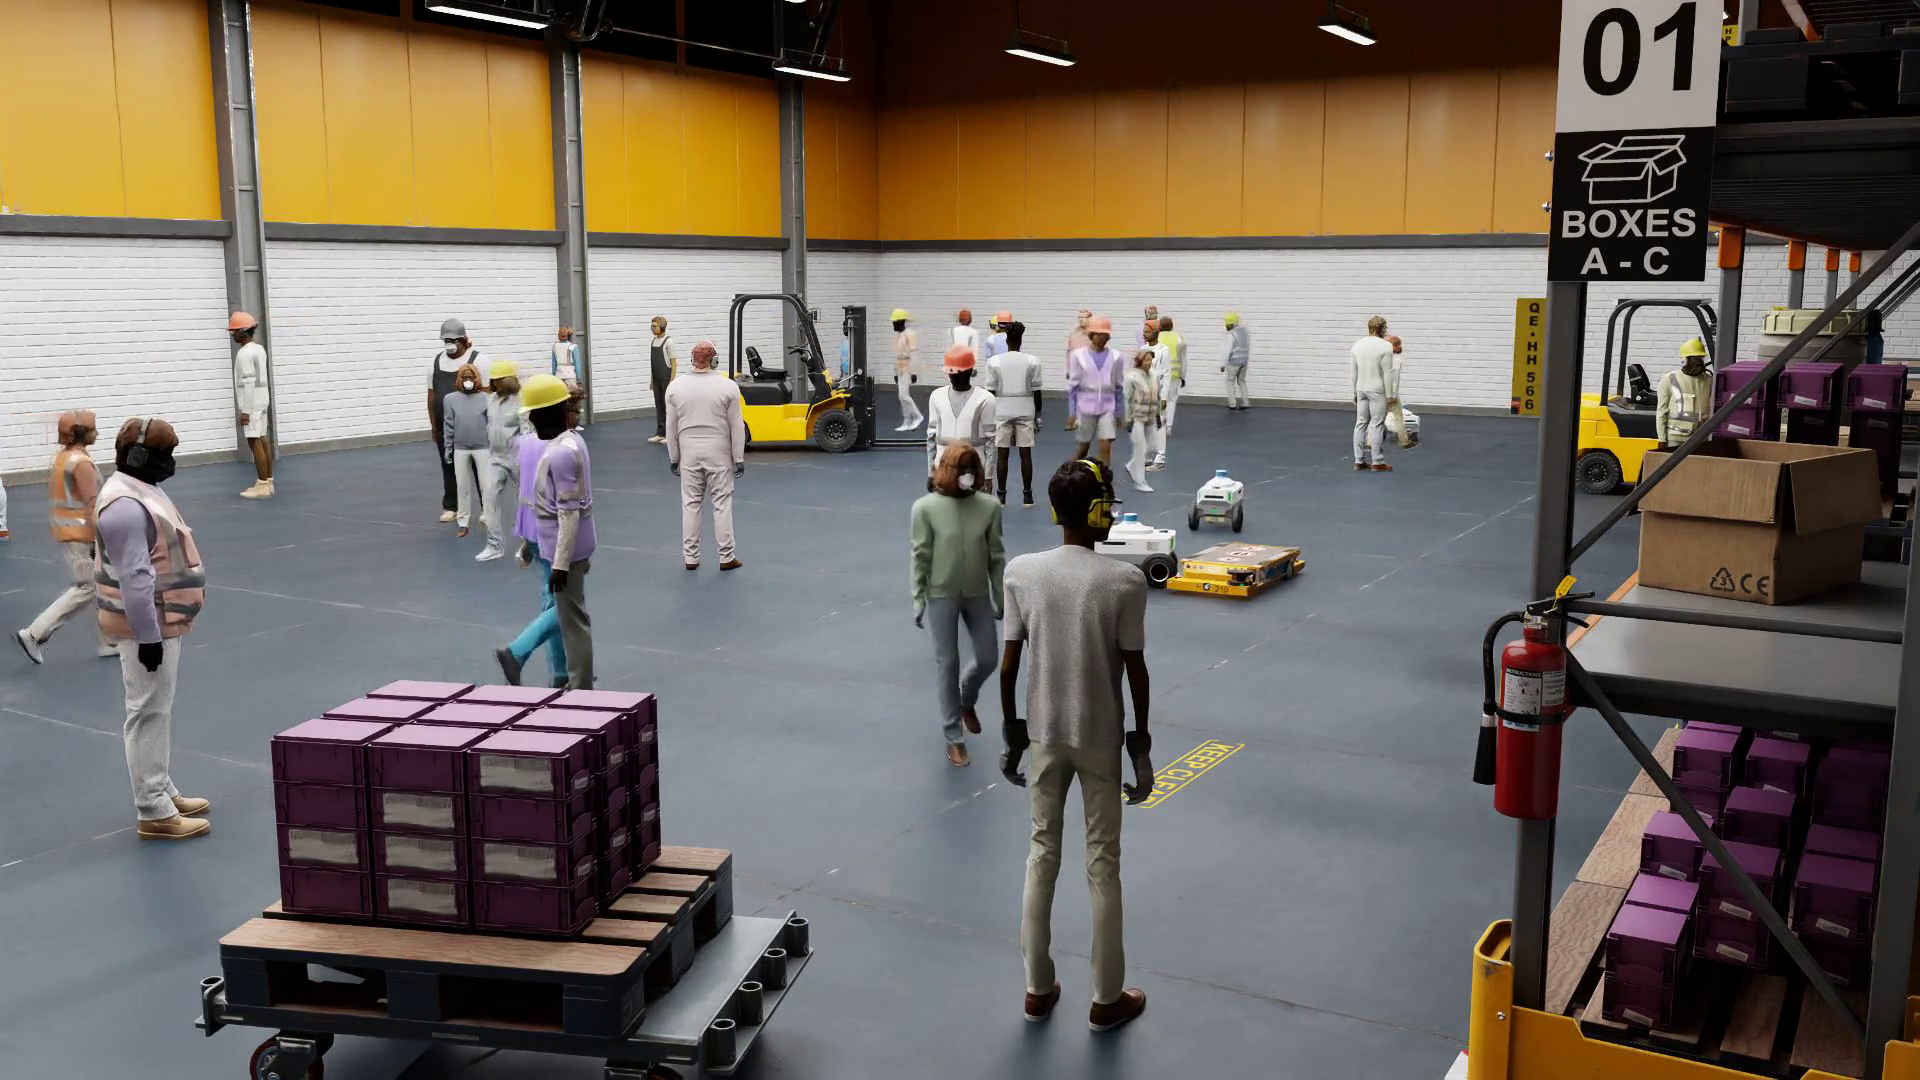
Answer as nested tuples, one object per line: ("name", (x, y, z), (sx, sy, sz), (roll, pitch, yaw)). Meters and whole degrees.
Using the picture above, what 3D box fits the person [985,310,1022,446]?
("person", (0.629, -2.298, 23.682), (0.544, 1.939, 0.355), (1, 9, 7))

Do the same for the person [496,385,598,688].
("person", (-2.403, 0.012, 9.635), (0.649, 1.821, 0.602), (-9, 13, -43))

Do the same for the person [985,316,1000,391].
("person", (0.587, -2.859, 27.749), (0.328, 1.760, 0.524), (0, 9, -1))

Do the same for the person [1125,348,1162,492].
("person", (2.022, -1.360, 18.776), (0.537, 1.623, 0.465), (-7, 11, -37))

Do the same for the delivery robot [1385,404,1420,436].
("delivery robot", (6.397, -1.723, 24.107), (0.477, 0.478, 0.707), (-1, 9, -4))

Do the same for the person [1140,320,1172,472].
("person", (2.387, -1.793, 20.700), (0.344, 1.882, 0.584), (-5, 10, -30))

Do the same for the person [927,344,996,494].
("person", (0.000, -0.526, 12.656), (0.543, 1.927, 0.375), (3, 9, 16))

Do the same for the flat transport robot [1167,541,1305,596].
("flat transport robot", (2.210, 0.213, 13.195), (0.652, 0.197, 1.431), (5, 10, 28))

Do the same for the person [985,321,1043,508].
("person", (0.566, -1.312, 17.439), (0.612, 1.965, 0.361), (0, 9, -1))

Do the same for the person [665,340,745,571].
("person", (-2.093, -0.695, 13.780), (0.651, 1.906, 0.403), (1, 9, 6))

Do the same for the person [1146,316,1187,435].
("person", (3.118, -2.468, 25.114), (0.637, 1.828, 0.579), (0, 9, -3))

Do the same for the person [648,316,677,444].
("person", (-4.292, -2.301, 23.992), (0.511, 1.844, 0.328), (8, 12, 42))

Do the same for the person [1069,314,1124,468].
("person", (1.462, -1.425, 17.970), (0.619, 2.022, 0.853), (-1, 9, -6))

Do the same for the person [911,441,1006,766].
("person", (-0.006, 0.300, 8.448), (0.520, 1.624, 0.529), (-3, 10, -19))

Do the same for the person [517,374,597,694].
("person", (-2.180, 0.054, 9.067), (0.387, 1.918, 0.585), (-2, 9, -11))

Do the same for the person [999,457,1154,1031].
("person", (0.378, 0.664, 5.429), (0.528, 1.864, 0.314), (4, 10, 22))

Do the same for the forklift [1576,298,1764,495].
("forklift", (7.954, -1.589, 18.462), (2.313, 2.155, 1.214), (5, 11, 30))

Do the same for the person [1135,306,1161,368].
("person", (3.266, -3.058, 28.520), (0.406, 1.911, 0.639), (6, 11, 33))

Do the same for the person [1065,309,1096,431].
("person", (1.929, -2.641, 25.921), (0.637, 1.911, 0.403), (5, 11, 30))

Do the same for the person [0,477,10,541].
("person", (-8.983, -0.938, 15.195), (0.635, 1.936, 0.353), (7, 12, 39))

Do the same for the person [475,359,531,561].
("person", (-3.895, -0.671, 14.178), (0.504, 1.716, 0.715), (4, 10, 24))

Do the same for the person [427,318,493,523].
("person", (-4.929, -1.176, 16.363), (0.691, 2.000, 0.537), (1, 9, 5))

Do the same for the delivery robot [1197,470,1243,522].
("delivery robot", (2.510, -0.429, 16.033), (0.477, 0.478, 0.707), (3, 10, 19))

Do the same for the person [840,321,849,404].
("person", (-1.797, -2.789, 27.486), (0.320, 1.698, 0.537), (-8, 12, -41))

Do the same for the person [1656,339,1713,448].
("person", (6.940, -0.997, 15.881), (0.591, 1.837, 0.403), (-1, 9, -8))

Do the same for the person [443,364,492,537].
("person", (-4.548, -0.830, 15.507), (0.505, 1.629, 0.280), (-1, 9, -3))

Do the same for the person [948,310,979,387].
("person", (0.080, -2.944, 27.983), (0.580, 1.849, 0.863), (3, 10, 19))

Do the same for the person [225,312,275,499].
("person", (-7.771, -1.468, 18.185), (0.396, 2.038, 0.615), (-1, 9, -8))

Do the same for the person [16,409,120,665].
("person", (-5.563, -0.014, 10.437), (0.701, 1.615, 0.524), (-7, 12, -38))

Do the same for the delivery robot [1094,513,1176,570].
("delivery robot", (1.348, 0.031, 13.159), (0.707, 0.478, 0.477), (1, 9, 8))

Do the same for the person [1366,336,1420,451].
("person", (5.966, -2.012, 22.950), (0.838, 1.585, 0.521), (-4, 10, -23))

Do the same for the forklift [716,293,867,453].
("forklift", (-2.458, -2.344, 23.176), (2.313, 2.155, 1.214), (0, 9, -2))

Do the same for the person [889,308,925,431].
("person", (-0.869, -2.627, 25.784), (0.452, 1.916, 0.635), (-5, 10, -28))

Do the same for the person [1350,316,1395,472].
("person", (5.125, -1.812, 20.664), (0.378, 1.937, 0.628), (-7, 11, -35))

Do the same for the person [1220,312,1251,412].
("person", (4.887, -3.146, 29.475), (0.431, 1.783, 0.621), (8, 12, 41))

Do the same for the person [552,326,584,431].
("person", (-6.139, -2.517, 25.978), (0.524, 1.639, 0.306), (4, 10, 24))

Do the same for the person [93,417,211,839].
("person", (-3.529, 0.380, 7.293), (0.429, 1.838, 0.621), (-4, 10, -22))
